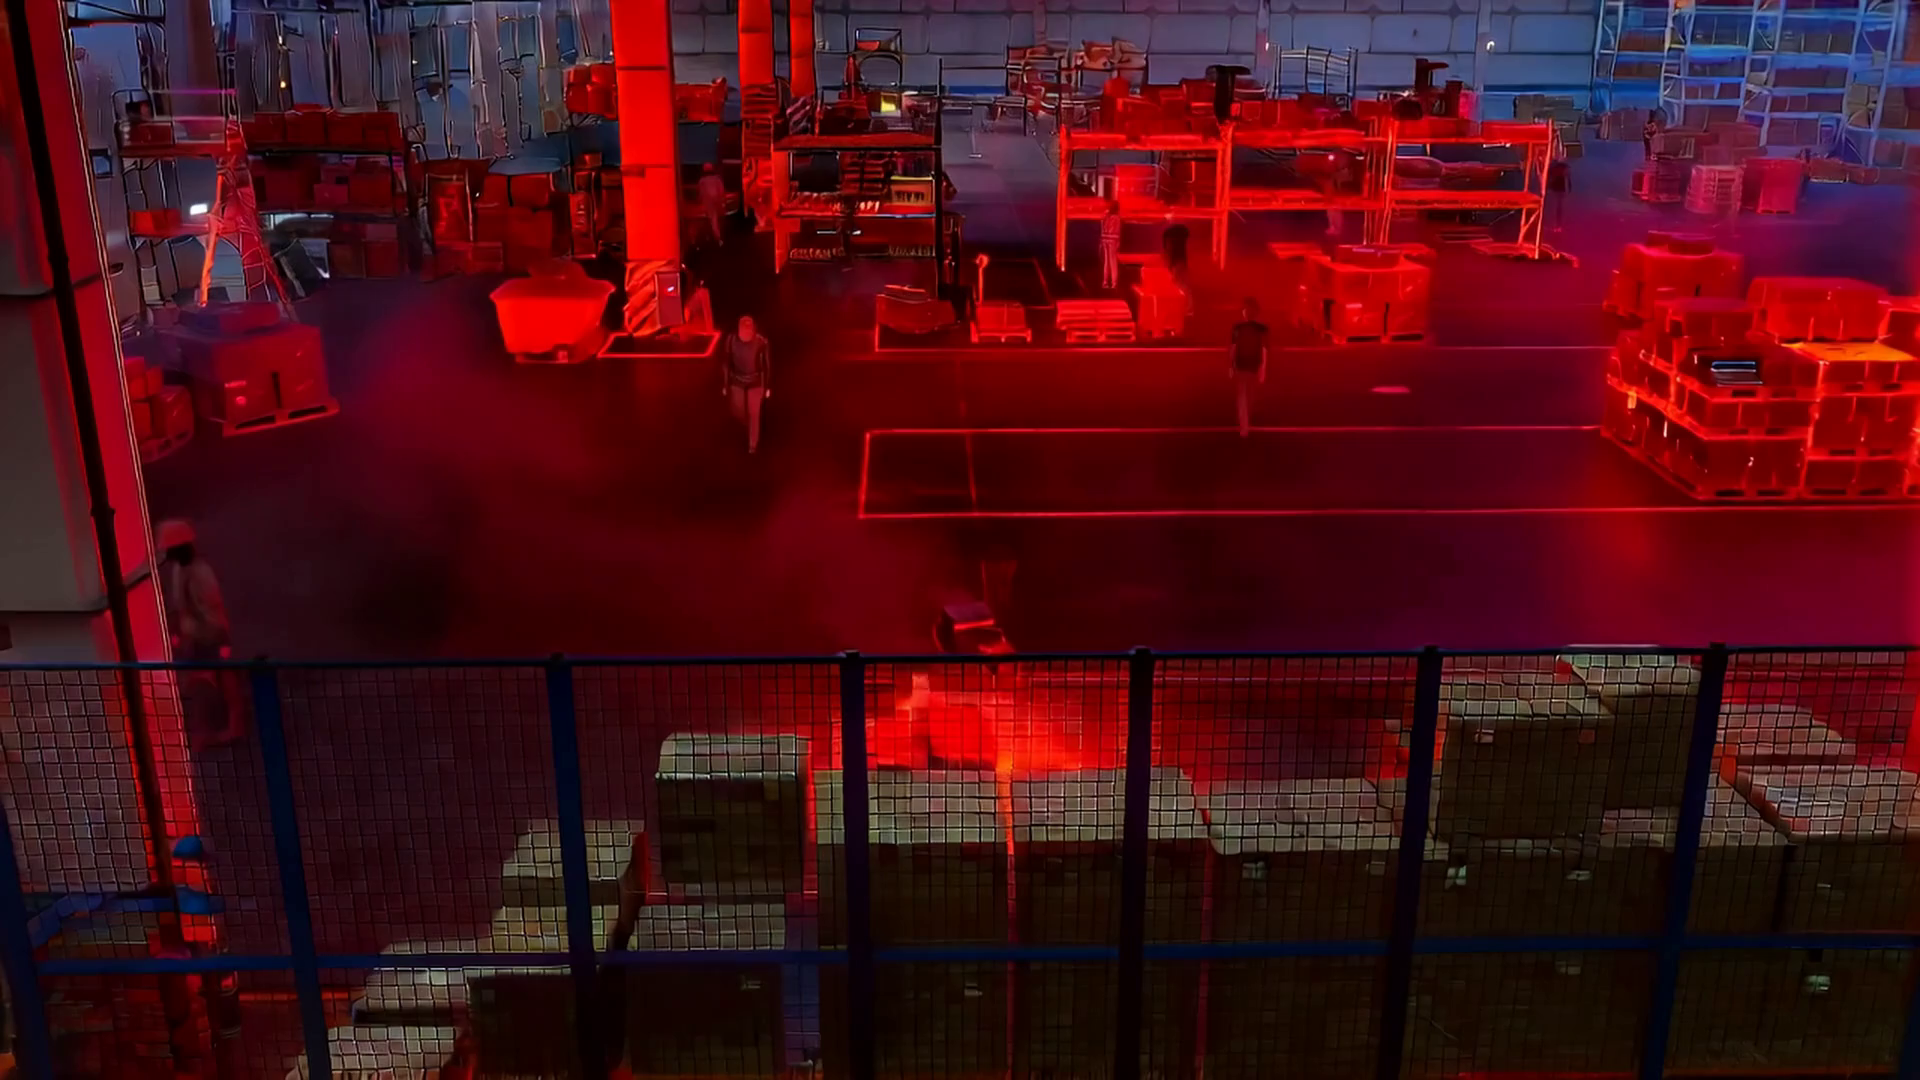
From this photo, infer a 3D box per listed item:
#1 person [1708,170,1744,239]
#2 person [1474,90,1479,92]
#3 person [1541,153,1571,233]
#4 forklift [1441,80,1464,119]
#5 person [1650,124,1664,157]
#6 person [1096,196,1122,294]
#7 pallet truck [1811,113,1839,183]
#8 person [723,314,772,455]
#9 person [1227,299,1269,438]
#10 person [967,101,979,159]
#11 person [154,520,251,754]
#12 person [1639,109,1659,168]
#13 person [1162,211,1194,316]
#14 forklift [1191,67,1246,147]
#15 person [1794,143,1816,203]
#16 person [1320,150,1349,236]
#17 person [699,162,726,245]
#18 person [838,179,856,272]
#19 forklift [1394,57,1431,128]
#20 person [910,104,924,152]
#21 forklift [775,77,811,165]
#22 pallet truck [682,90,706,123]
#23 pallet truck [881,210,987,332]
[{"bbox_3d":[18.238,-7.941,39.387,0.745,1.610,0.523,8,20,22],"label":"person"},{"bbox_3d":[19.453,-16.029,62.890,0.560,1.927,0.524,10,21,27],"label":"person"},{"bbox_3d":[14.431,-8.410,40.326,0.672,1.898,0.524,-3,19,-9],"label":"person"},{"bbox_3d":[15.644,-13.239,53.146,1.873,2.768,1.129,-1,19,-1],"label":"forklift"},{"bbox_3d":[21.313,-11.882,50.950,0.533,1.693,0.319,-18,25,-42],"label":"person"},{"bbox_3d":[2.928,-5.763,32.504,0.354,1.883,0.573,-10,21,-27],"label":"person"},{"bbox_3d":[26.403,-11.957,50.702,0.823,1.965,1.885,6,19,16],"label":"pallet truck"},{"bbox_3d":[-2.740,-2.044,21.558,0.641,1.828,0.579,2,19,6],"label":"person"},{"bbox_3d":[3.861,-2.292,22.266,0.518,1.850,0.743,-2,19,-6],"label":"person"},{"bbox_3d":[0.465,-14.075,57.095,0.369,1.932,0.623,7,20,20],"label":"person"},{"bbox_3d":[-6.098,0.764,13.104,0.862,1.900,0.548,-15,24,-38],"label":"person"},{"bbox_3d":[22.453,-13.033,54.034,0.391,1.912,0.588,-3,19,-8],"label":"person"},{"bbox_3d":[3.944,-5.057,30.430,0.629,1.886,1.084,-9,21,-26],"label":"person"},{"bbox_3d":[9.517,-15.894,61.023,1.873,2.768,1.129,-1,19,-1],"label":"forklift"},{"bbox_3d":[23.206,-10.082,45.734,0.539,1.605,0.736,5,19,15],"label":"person"},{"bbox_3d":[8.938,-8.334,39.887,0.745,2.000,0.693,1,19,3],"label":"person"},{"bbox_3d":[-5.746,-7.827,38.660,0.595,1.870,1.006,-13,23,-34],"label":"person"},{"bbox_3d":[-2.375,-6.609,34.940,0.360,1.930,0.587,2,19,5],"label":"person"},{"bbox_3d":[19.057,-18.498,68.748,1.873,2.768,1.129,-1,19,-1],"label":"forklift"},{"bbox_3d":[-1.545,-14.589,59.008,0.540,1.679,0.625,7,20,21],"label":"person"},{"bbox_3d":[-5.920,-13.893,55.085,1.873,2.768,1.129,-1,19,-1],"label":"forklift"},{"bbox_3d":[-9.671,-15.907,62.421,0.823,1.965,1.885,5,19,15],"label":"pallet truck"},{"bbox_3d":[-0.493,-4.759,29.349,1.885,1.965,0.823,-13,23,-34],"label":"pallet truck"}]
